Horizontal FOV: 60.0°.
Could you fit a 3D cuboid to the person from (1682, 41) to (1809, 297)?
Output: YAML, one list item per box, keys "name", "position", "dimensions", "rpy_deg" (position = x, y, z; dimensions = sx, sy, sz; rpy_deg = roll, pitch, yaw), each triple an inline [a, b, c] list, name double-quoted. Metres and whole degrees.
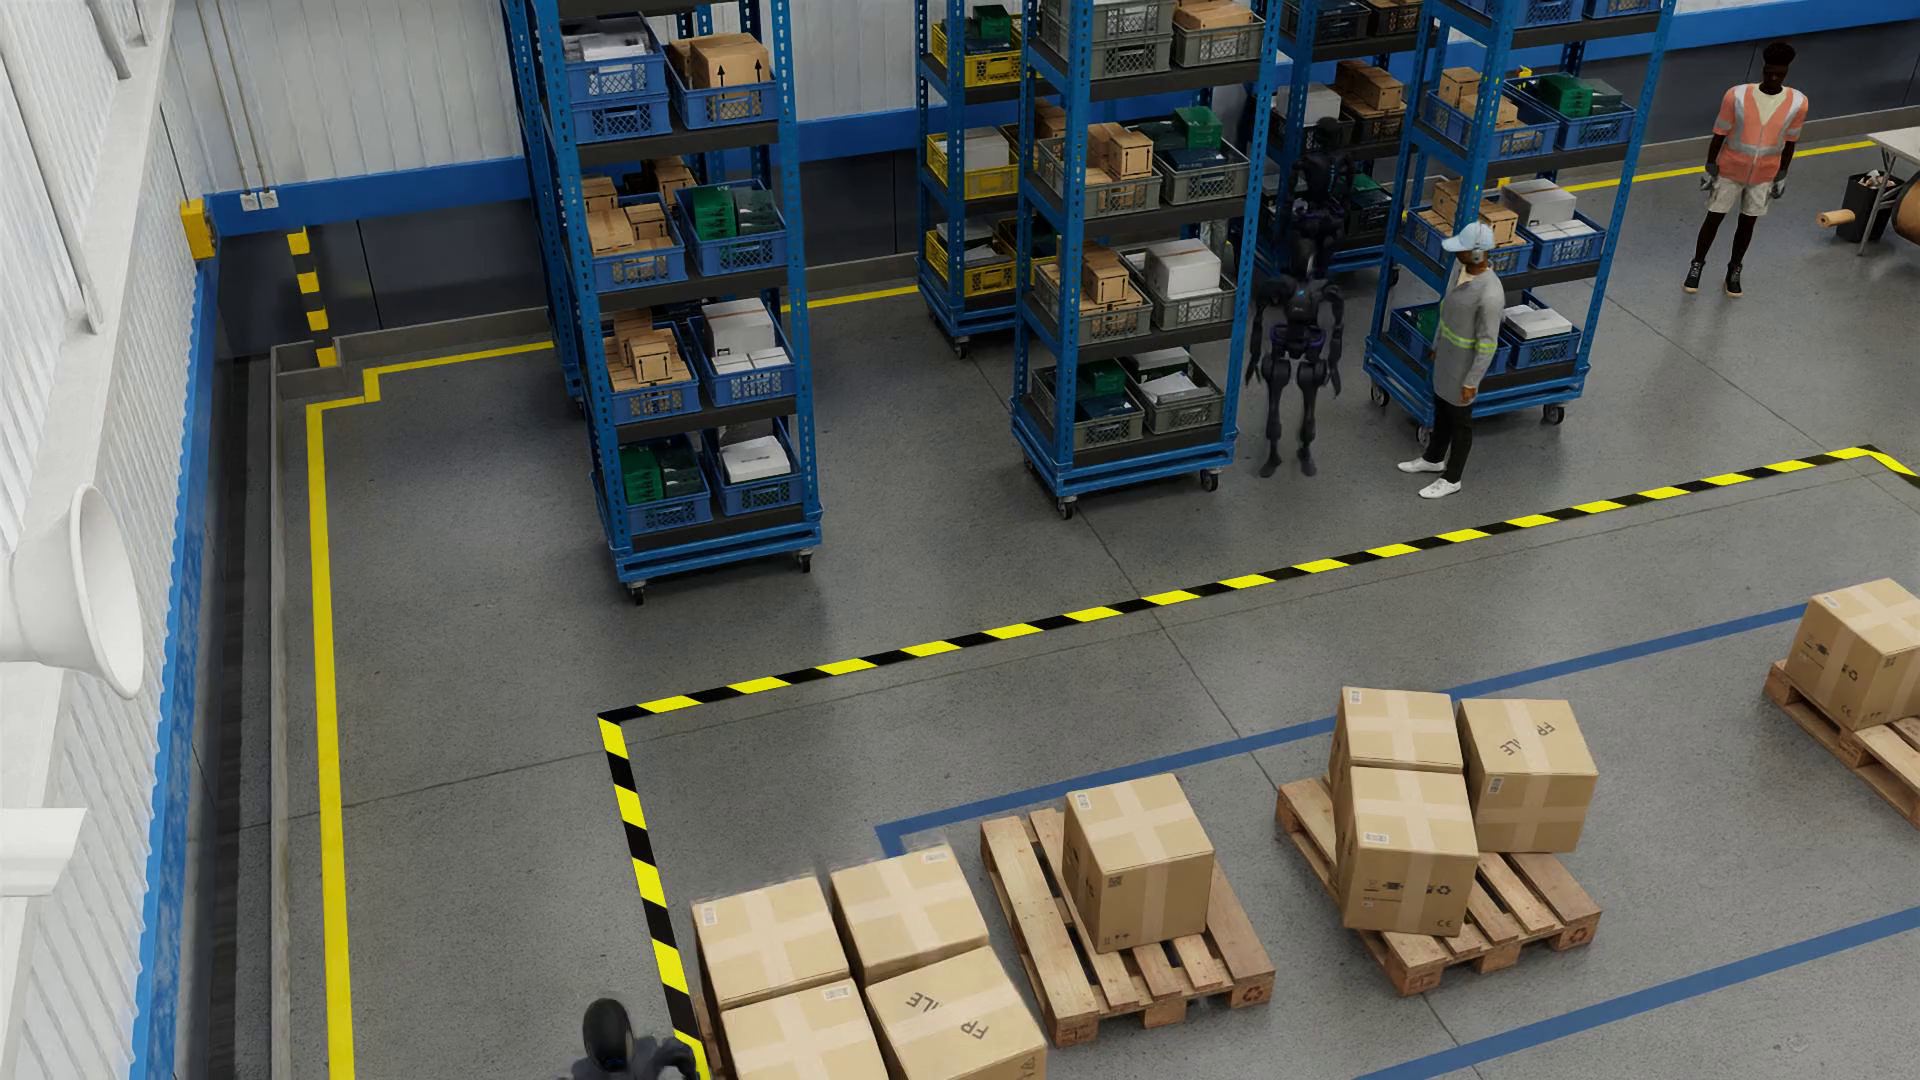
- name: "person"
  position: [5.922, -2.779, 12.524]
  dimensions: [0.612, 1.964, 0.361]
  rpy_deg: [9, 36, 13]

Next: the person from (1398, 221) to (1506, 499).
- name: "person"
  position: [3.048, -1.109, 10.257]
  dimensions: [0.396, 1.849, 0.587]
  rpy_deg: [-5, 35, -7]

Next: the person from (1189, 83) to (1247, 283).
- name: "person"
  position: [1.868, -2.788, 12.560]
  dimensions: [0.366, 1.939, 0.634]
  rpy_deg: [25, 42, 31]

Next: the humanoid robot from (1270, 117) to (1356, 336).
- name: "humanoid robot"
  position: [2.550, -2.248, 12.029]
  dimensions: [0.583, 1.654, 0.330]
  rpy_deg: [-11, 37, -16]

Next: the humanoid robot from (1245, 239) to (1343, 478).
- name: "humanoid robot"
  position: [2.119, -1.140, 10.453]
  dimensions: [0.606, 1.645, 0.382]
  rpy_deg: [8, 36, 11]

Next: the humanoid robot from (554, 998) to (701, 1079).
- name: "humanoid robot"
  position: [-1.101, 2.173, 5.773]
  dimensions: [0.611, 1.634, 0.699]
  rpy_deg: [-16, 38, -21]
